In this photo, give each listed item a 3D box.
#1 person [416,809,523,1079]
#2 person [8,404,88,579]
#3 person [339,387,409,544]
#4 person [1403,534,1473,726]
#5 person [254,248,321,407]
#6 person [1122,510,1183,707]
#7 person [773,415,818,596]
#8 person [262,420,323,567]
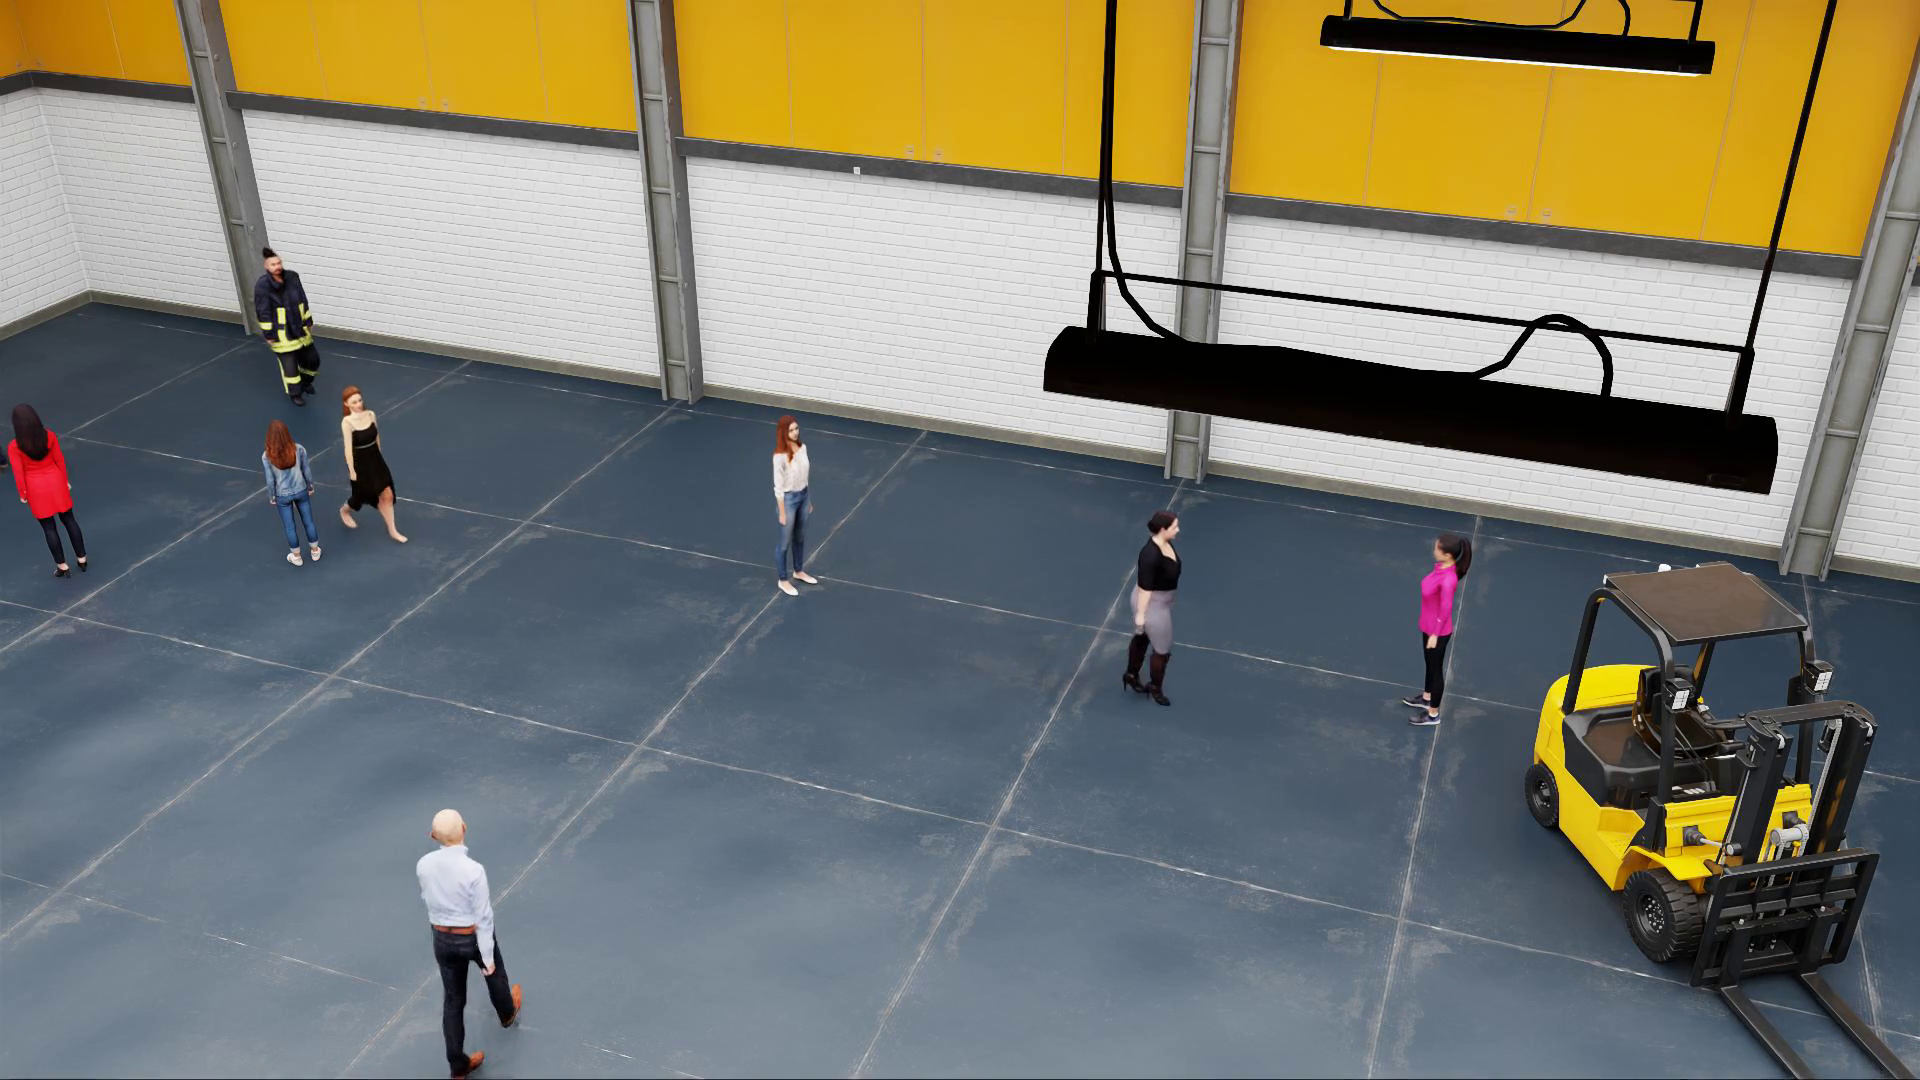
[{"bbox_3d":[-3.009,2.497,10.007,1.043,1.745,0.838,8,30,14],"label":"person"},{"bbox_3d":[-8.464,-0.459,15.419,0.727,1.750,0.705,23,36,35],"label":"person"},{"bbox_3d":[-5.810,-0.741,16.097,1.087,1.596,0.716,17,33,29],"label":"person"},{"bbox_3d":[3.836,0.700,13.348,0.630,1.701,0.633,4,29,6],"label":"person"},{"bbox_3d":[-7.716,-2.473,19.005,0.896,1.854,0.897,25,37,37],"label":"person"},{"bbox_3d":[1.475,0.534,13.615,0.664,1.736,0.663,9,30,17],"label":"person"},{"bbox_3d":[-1.543,-0.349,15.241,0.616,1.728,0.636,21,35,34],"label":"person"},{"bbox_3d":[-6.311,-0.455,15.698,0.642,1.477,0.674,-18,33,-29],"label":"person"}]
